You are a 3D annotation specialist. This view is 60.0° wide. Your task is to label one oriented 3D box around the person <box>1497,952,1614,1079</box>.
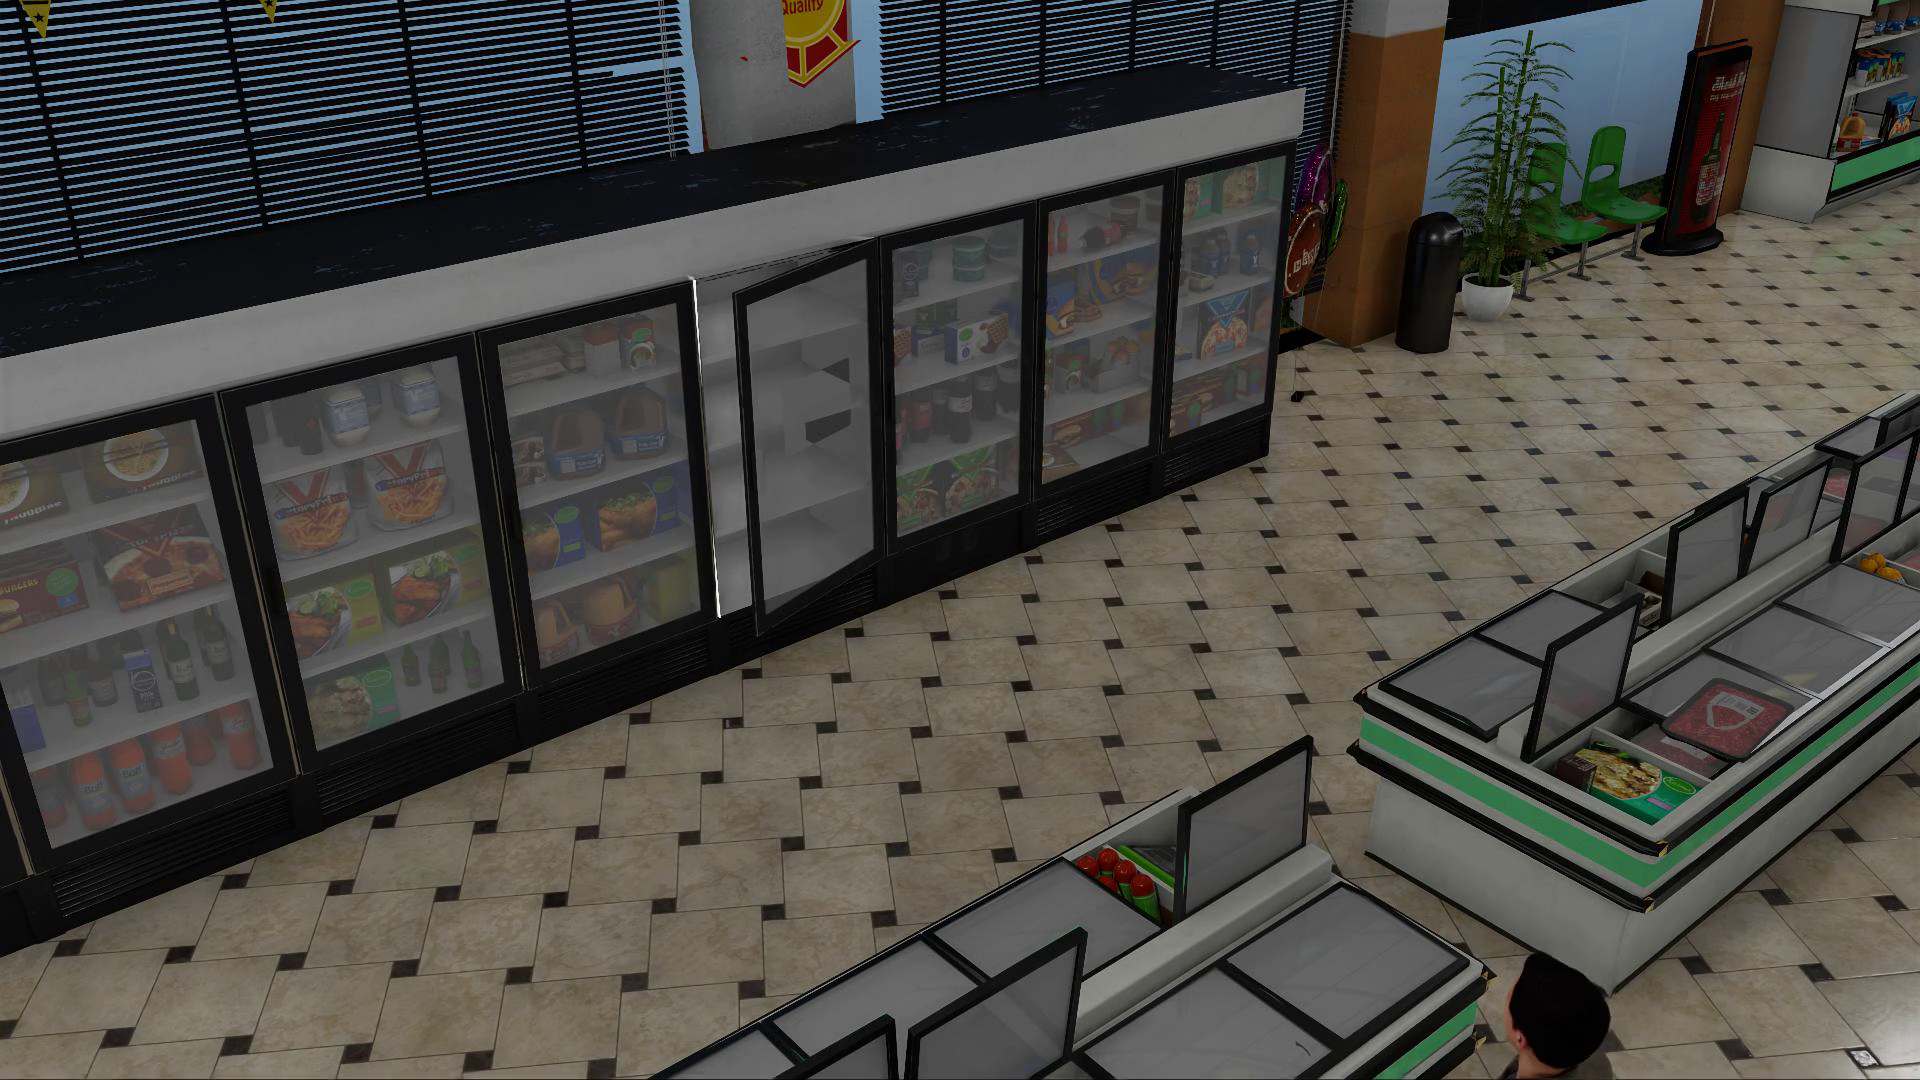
[{"bbox_3d":[1.310,1.756,3.940,0.798,1.867,0.570,21,33,35],"label":"person"}]
